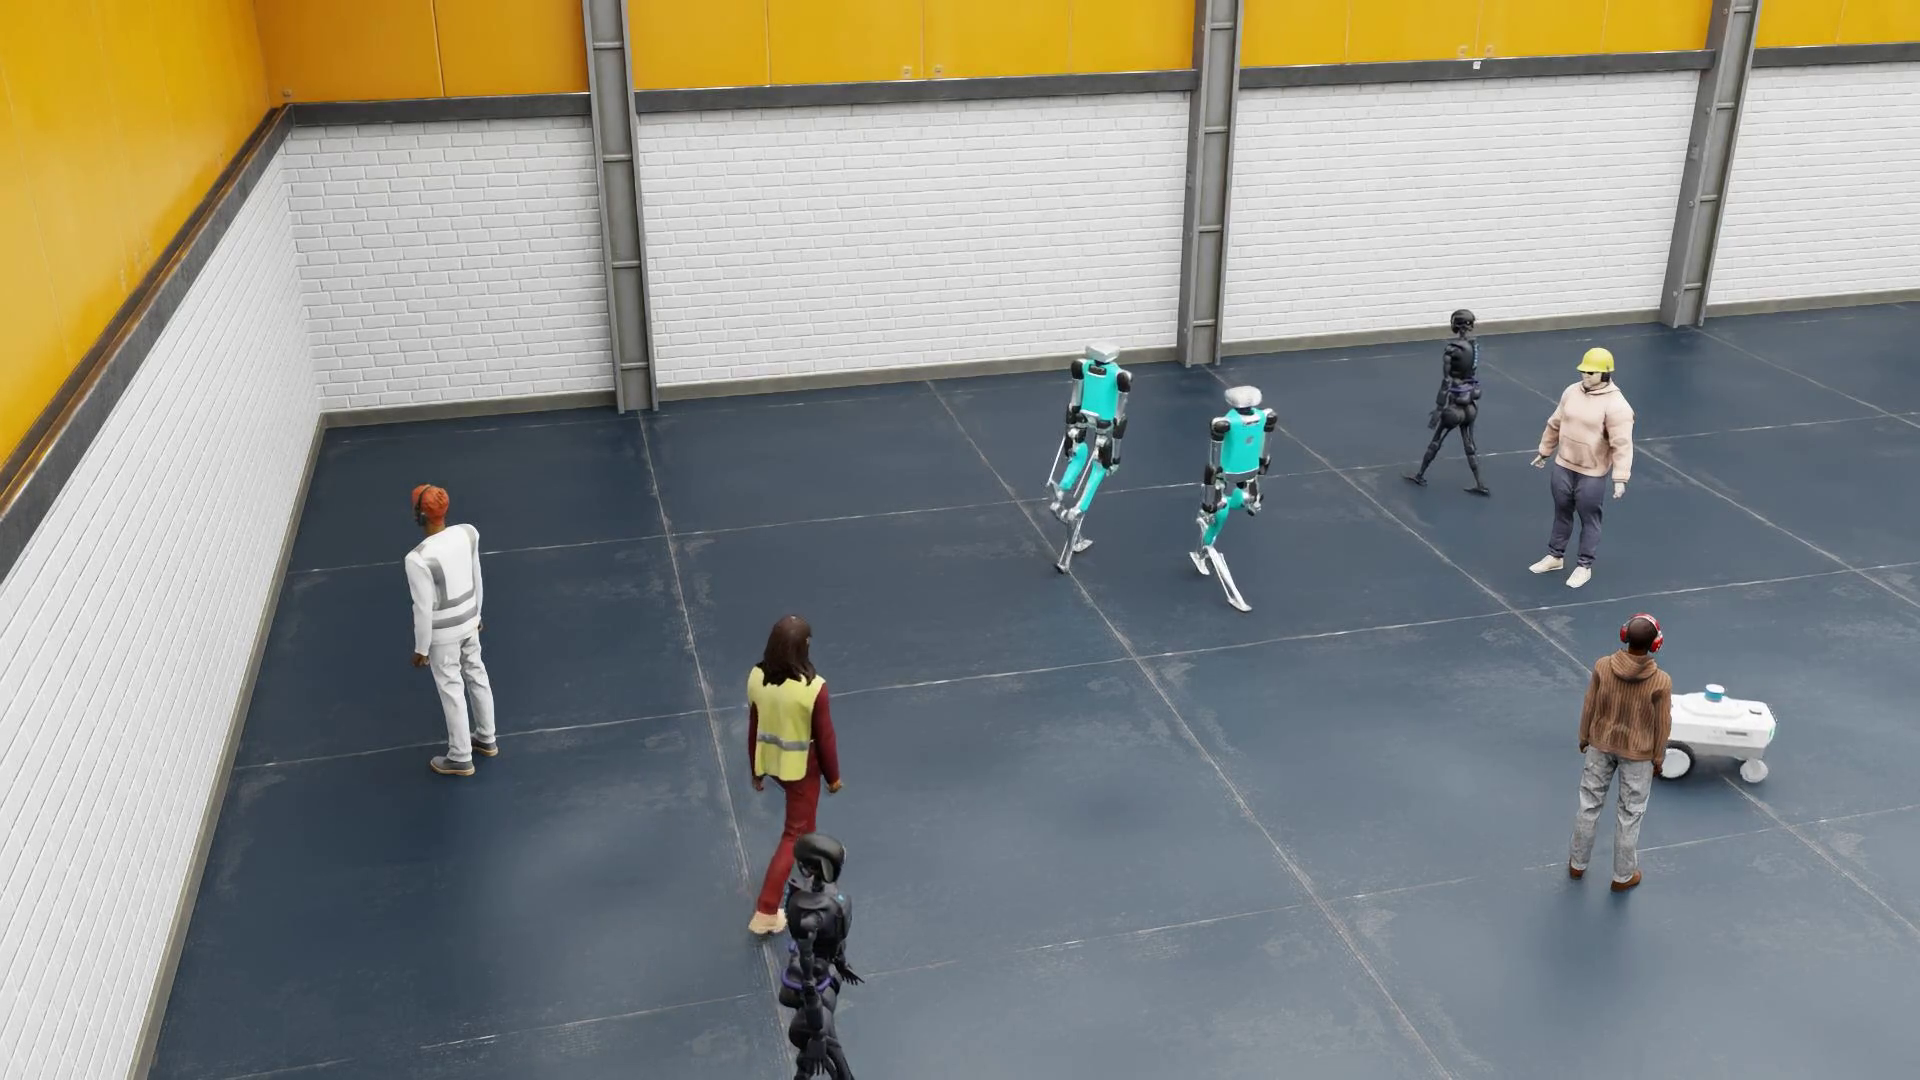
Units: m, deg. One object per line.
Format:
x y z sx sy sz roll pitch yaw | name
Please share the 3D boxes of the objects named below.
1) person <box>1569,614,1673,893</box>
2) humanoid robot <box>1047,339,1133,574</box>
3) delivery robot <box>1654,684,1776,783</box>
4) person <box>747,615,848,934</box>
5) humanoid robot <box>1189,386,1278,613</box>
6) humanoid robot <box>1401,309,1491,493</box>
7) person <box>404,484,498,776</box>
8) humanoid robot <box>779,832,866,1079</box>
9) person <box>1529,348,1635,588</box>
3.579 1.154 9.020 0.457 1.651 0.334 16 28 32 | person
0.903 -0.588 12.962 0.558 1.852 0.855 17 29 34 | humanoid robot
4.632 1.170 10.318 0.746 0.570 0.499 4 24 10 | delivery robot
-0.895 1.207 8.813 0.471 1.727 0.920 15 28 31 | person
1.917 -0.390 12.492 0.535 1.766 1.030 -10 26 -22 | humanoid robot
4.302 -1.209 14.409 0.767 1.624 0.586 20 31 38 | humanoid robot
-3.110 0.546 10.120 0.356 1.882 0.571 10 26 22 | person
-0.542 1.954 7.193 0.620 1.640 0.590 2 24 5 | humanoid robot
4.761 -0.570 12.671 0.407 1.867 0.804 -15 28 -31 | person
